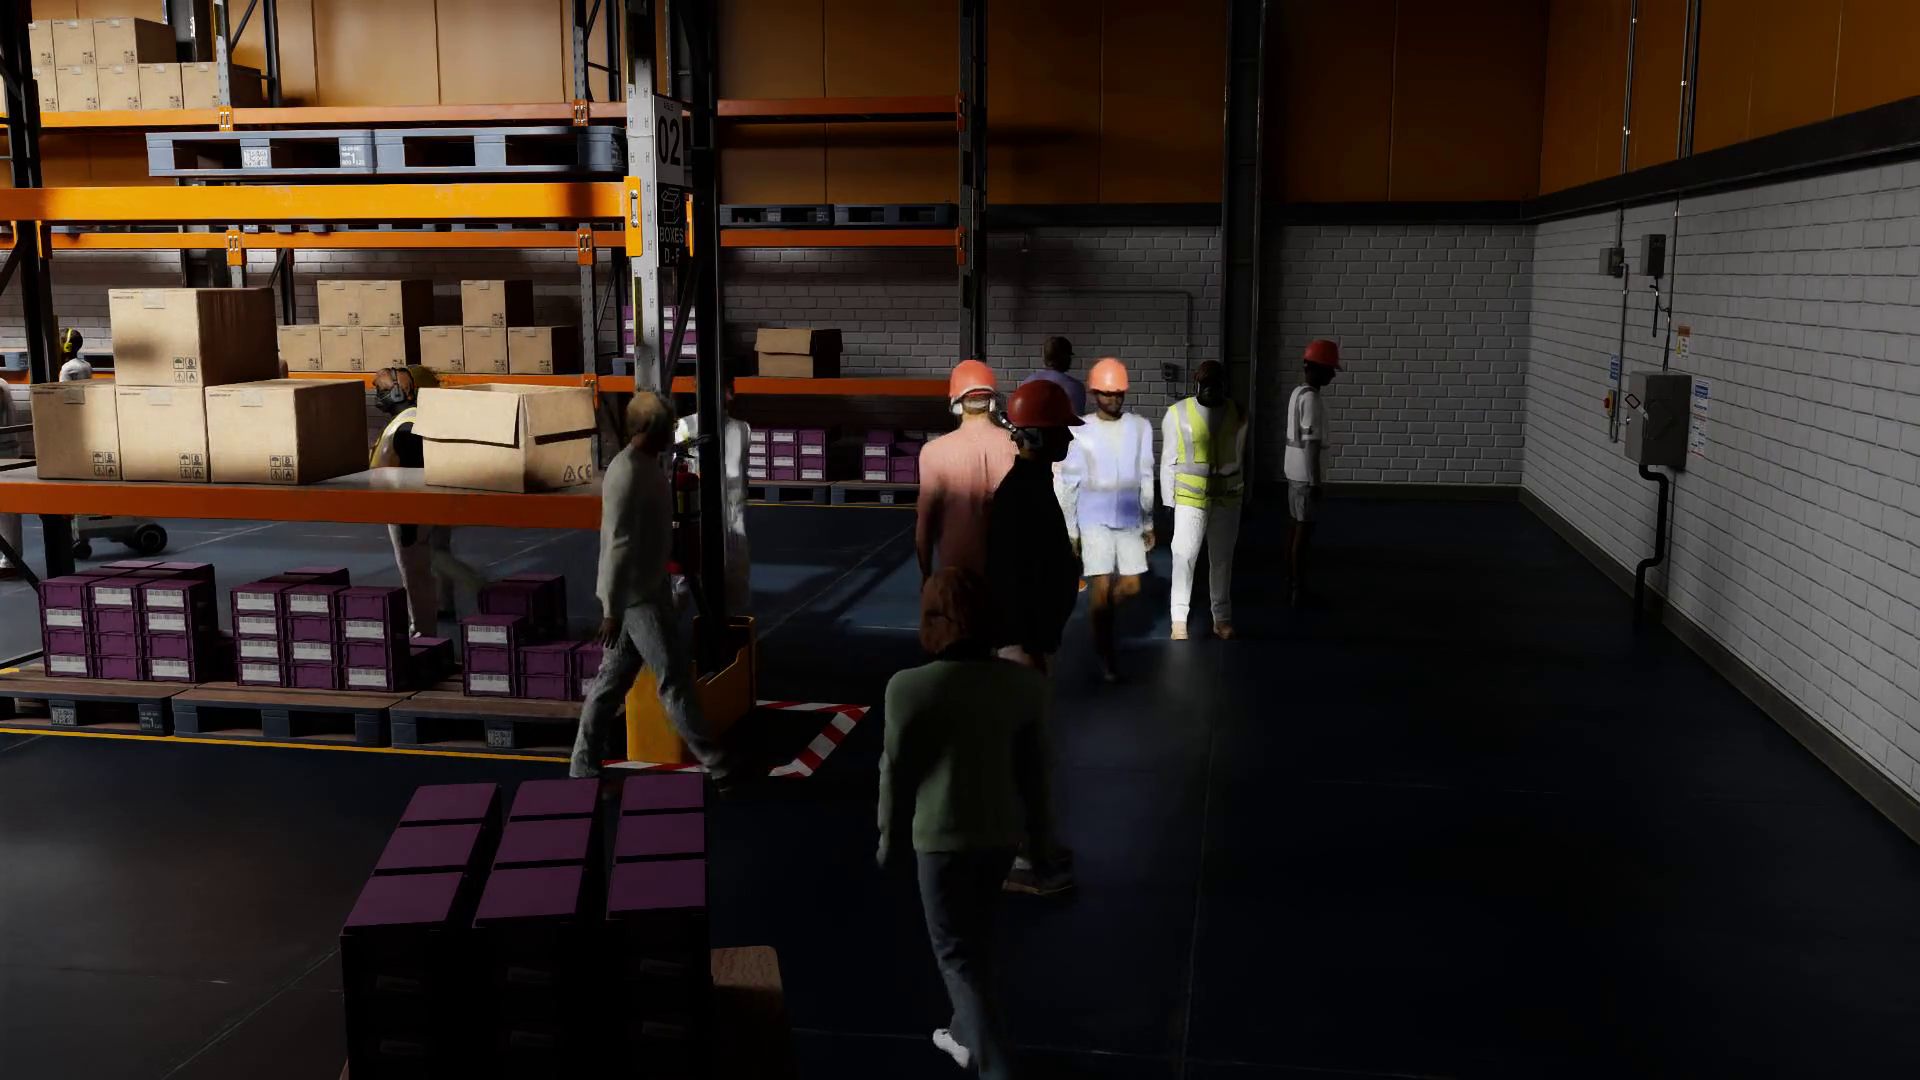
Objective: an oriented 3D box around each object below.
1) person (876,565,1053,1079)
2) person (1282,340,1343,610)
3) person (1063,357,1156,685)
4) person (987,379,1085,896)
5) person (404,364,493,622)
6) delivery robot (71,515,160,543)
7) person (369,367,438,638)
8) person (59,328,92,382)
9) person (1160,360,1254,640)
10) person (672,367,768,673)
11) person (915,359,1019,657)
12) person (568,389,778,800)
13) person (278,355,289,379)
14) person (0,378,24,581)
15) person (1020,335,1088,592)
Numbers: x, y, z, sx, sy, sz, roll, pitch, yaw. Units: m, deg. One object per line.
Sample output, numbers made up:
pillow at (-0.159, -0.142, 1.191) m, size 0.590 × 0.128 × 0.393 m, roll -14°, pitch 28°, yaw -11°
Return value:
person at (0.050, 0.865, 4.705) m, size 0.491 × 1.597 × 0.814 m, roll -5°, pitch 10°, yaw -27°
person at (2.521, -0.476, 11.955) m, size 0.374 × 1.939 × 0.545 m, roll 0°, pitch 9°, yaw 3°
person at (0.862, -0.132, 9.867) m, size 0.569 × 1.920 × 0.605 m, roll -2°, pitch 9°, yaw -15°
person at (0.293, 0.371, 6.522) m, size 0.378 × 1.996 × 0.611 m, roll 1°, pitch 9°, yaw 4°
person at (-3.454, -0.289, 11.219) m, size 0.616 × 1.804 × 0.613 m, roll 0°, pitch 9°, yaw 1°
delivery robot at (-7.206, -0.185, 14.131) m, size 0.707 × 0.478 × 0.477 m, roll -8°, pitch 12°, yaw -39°
person at (-3.417, -0.147, 10.242) m, size 0.429 × 1.837 × 0.626 m, roll -4°, pitch 10°, yaw -23°
person at (-8.504, -1.095, 15.992) m, size 0.324 × 1.876 × 0.526 m, roll -1°, pitch 9°, yaw -6°
person at (1.624, -0.256, 10.896) m, size 0.633 × 1.839 × 0.429 m, roll -1°, pitch 9°, yaw -6°
person at (-1.540, -0.140, 10.136) m, size 0.576 × 1.856 × 0.899 m, roll -8°, pitch 12°, yaw -40°
person at (0.087, 0.097, 8.262) m, size 0.631 × 1.978 × 0.460 m, roll -2°, pitch 9°, yaw -10°
person at (-1.352, 0.265, 7.550) m, size 1.008 × 1.874 × 0.666 m, roll -1°, pitch 9°, yaw -6°
person at (-7.040, -1.246, 16.774) m, size 0.594 × 1.922 × 0.386 m, roll -2°, pitch 9°, yaw -12°
person at (-7.539, -0.615, 12.988) m, size 0.355 × 1.883 × 0.572 m, roll -4°, pitch 10°, yaw -23°
person at (0.704, -0.568, 12.525) m, size 0.635 × 1.937 × 0.354 m, roll 8°, pitch 12°, yaw 42°
